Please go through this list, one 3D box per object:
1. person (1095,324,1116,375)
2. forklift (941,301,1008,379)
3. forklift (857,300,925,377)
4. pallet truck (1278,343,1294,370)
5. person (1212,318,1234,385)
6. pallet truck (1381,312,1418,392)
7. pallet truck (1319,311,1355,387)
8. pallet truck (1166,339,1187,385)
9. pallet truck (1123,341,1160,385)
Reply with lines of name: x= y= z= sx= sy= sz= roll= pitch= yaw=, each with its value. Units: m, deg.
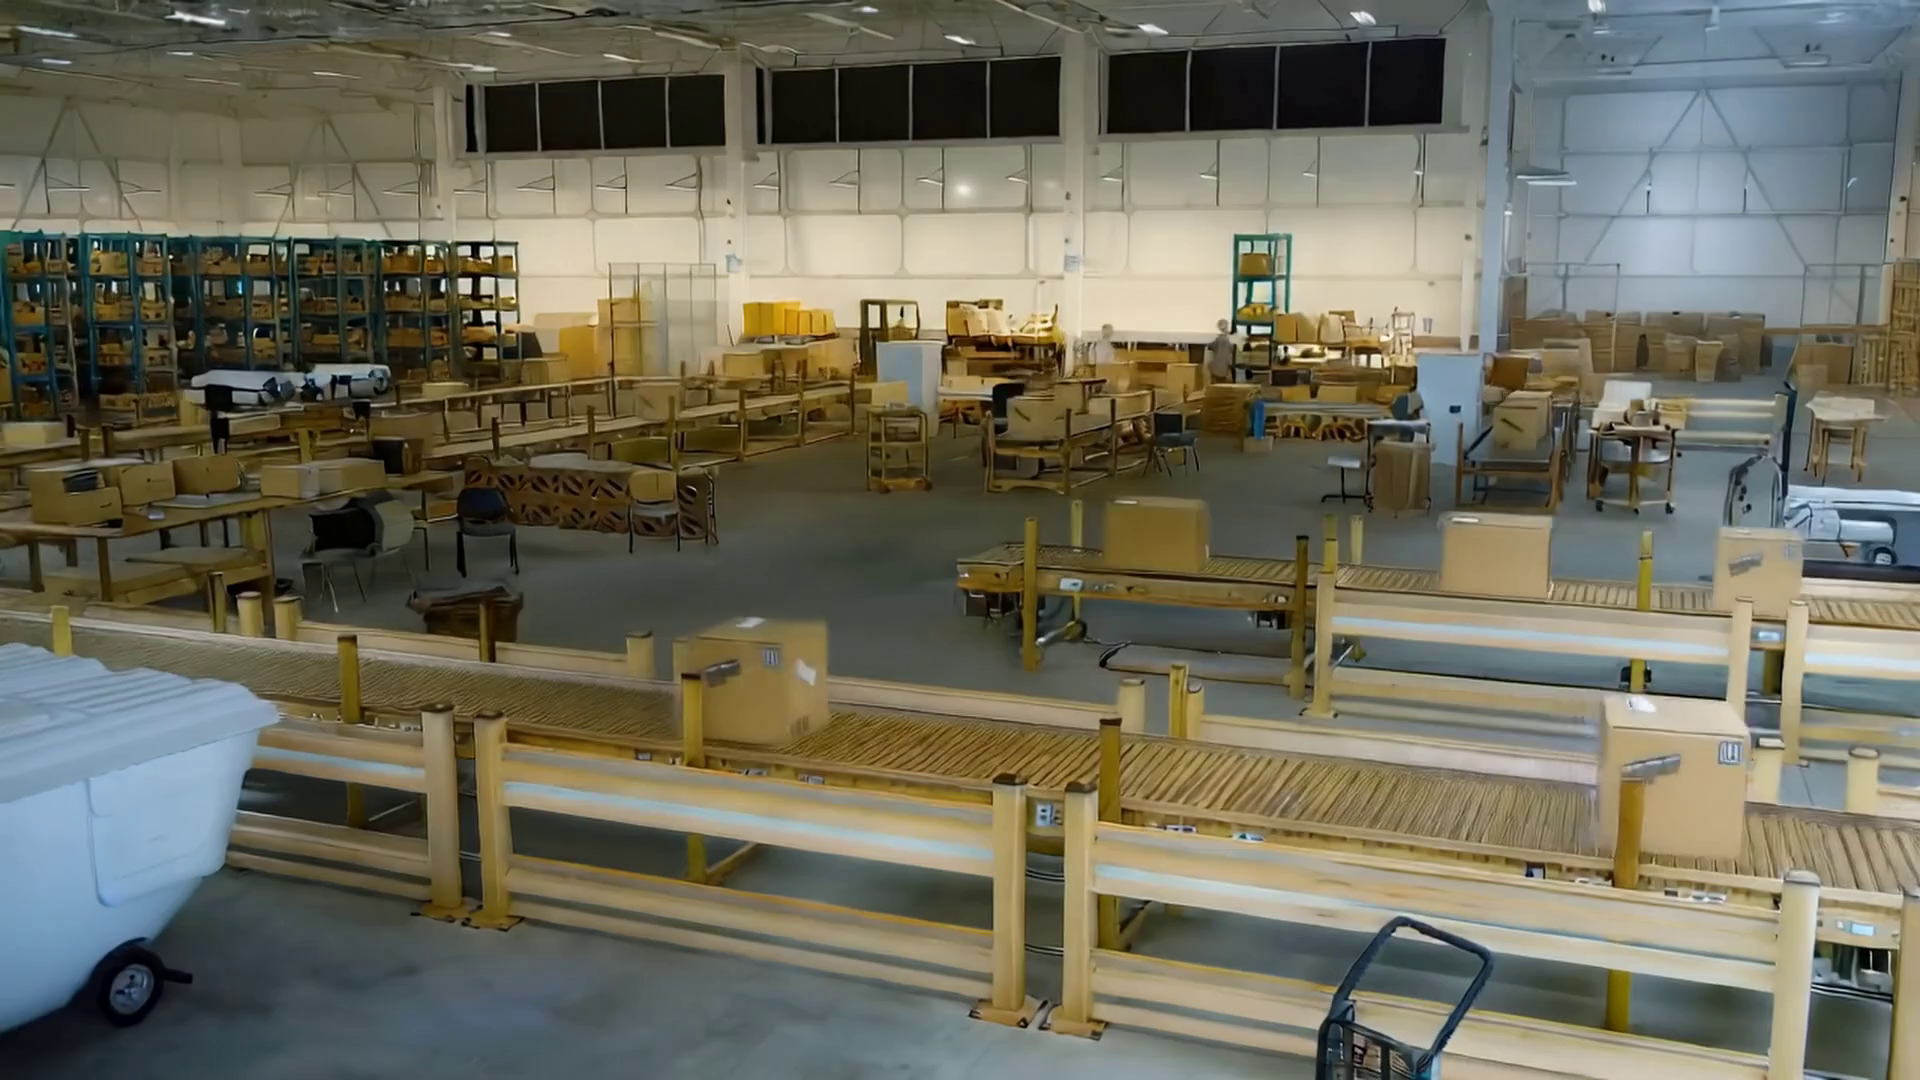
person: x=2.807 y=-3.299 z=32.731 sx=0.630 sy=1.889 sz=0.668 roll=3 pitch=10 yaw=18
forklift: x=0.365 y=-4.966 z=41.571 sx=1.157 sy=1.987 sz=2.680 roll=3 pitch=10 yaw=20
forklift: x=-1.732 y=-5.109 z=42.468 sx=1.157 sy=1.987 sz=2.680 roll=4 pitch=10 yaw=22
pallet truck: x=7.886 y=-4.163 z=39.743 sx=0.653 sy=1.274 sz=1.630 roll=4 pitch=10 yaw=22
person: x=5.236 y=-3.320 z=32.500 sx=0.905 sy=2.006 sz=0.628 roll=-3 pitch=10 yaw=-17
pallet truck: x=10.207 y=-4.283 z=38.369 sx=0.823 sy=1.965 sz=1.885 roll=3 pitch=10 yaw=20
pallet truck: x=9.071 y=-4.419 z=39.190 sx=0.823 sy=1.965 sz=1.885 roll=5 pitch=10 yaw=26
pallet truck: x=5.418 y=-4.269 z=40.420 sx=0.704 sy=1.261 sz=1.522 roll=3 pitch=10 yaw=20
pallet truck: x=4.445 y=-4.380 z=41.279 sx=0.680 sy=1.201 sz=1.601 roll=4 pitch=10 yaw=22
